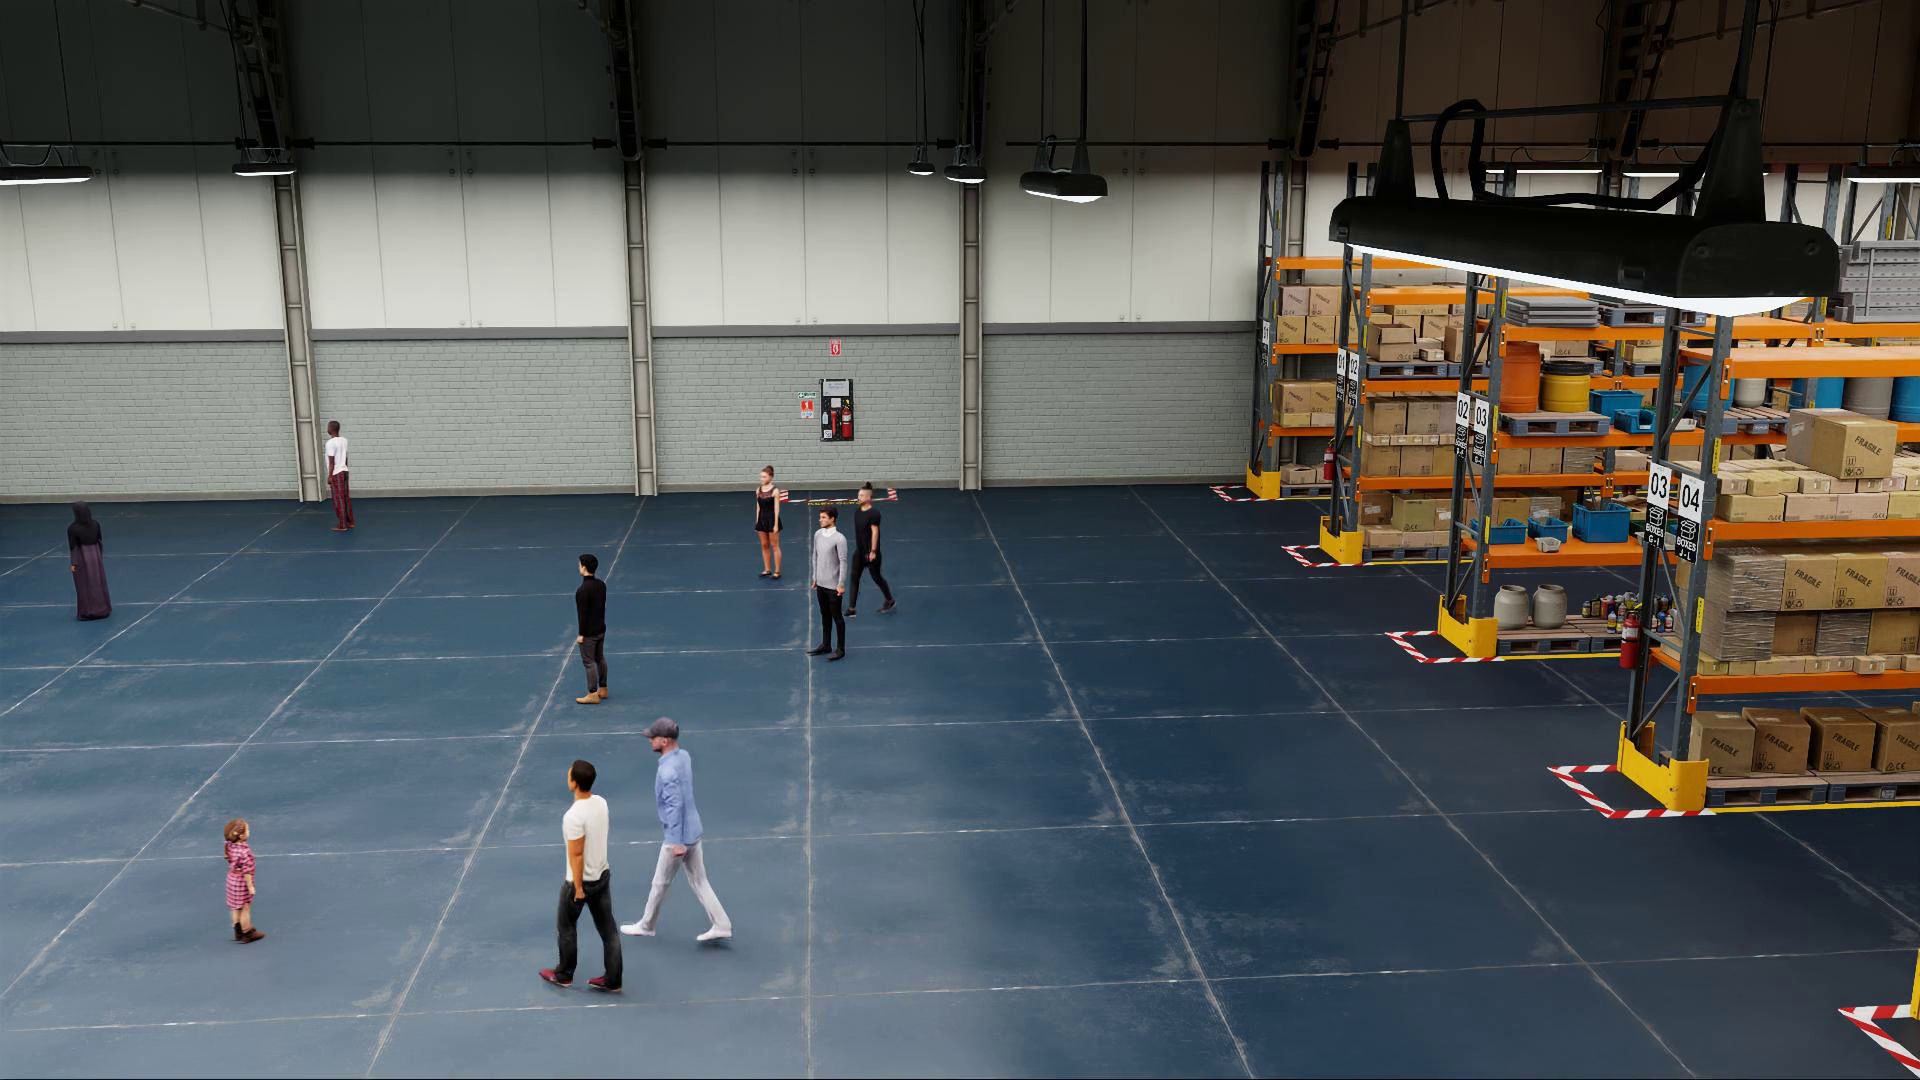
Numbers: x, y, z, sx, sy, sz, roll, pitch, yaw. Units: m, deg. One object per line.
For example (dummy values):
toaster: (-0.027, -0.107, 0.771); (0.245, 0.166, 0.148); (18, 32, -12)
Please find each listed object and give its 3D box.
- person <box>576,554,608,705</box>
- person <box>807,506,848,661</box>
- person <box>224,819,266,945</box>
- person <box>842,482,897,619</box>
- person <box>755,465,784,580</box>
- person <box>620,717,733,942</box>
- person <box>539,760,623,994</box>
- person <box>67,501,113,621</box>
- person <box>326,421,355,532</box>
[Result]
person: (-4.197, 0.998, 18.929); (0.690, 1.723, 0.724); (5, 14, 19)
person: (-1.600, 0.509, 20.597); (0.857, 1.922, 0.832); (-12, 18, -42)
person: (-5.694, 2.693, 13.164); (0.498, 1.021, 0.556); (11, 17, 41)
person: (-1.175, 0.139, 22.409); (1.262, 1.825, 1.107); (-10, 17, -38)
person: (-2.809, -0.269, 24.494); (0.664, 1.679, 0.739); (8, 15, 32)
person: (-2.105, 2.308, 13.003); (1.219, 1.844, 0.879); (3, 13, 11)
person: (-2.671, 2.510, 12.274); (1.033, 1.779, 0.897); (6, 14, 23)
person: (-11.726, 0.264, 22.336); (0.763, 1.614, 0.710); (9, 16, 35)
person: (-10.327, -1.083, 27.666); (0.650, 1.835, 0.722); (3, 13, 14)
